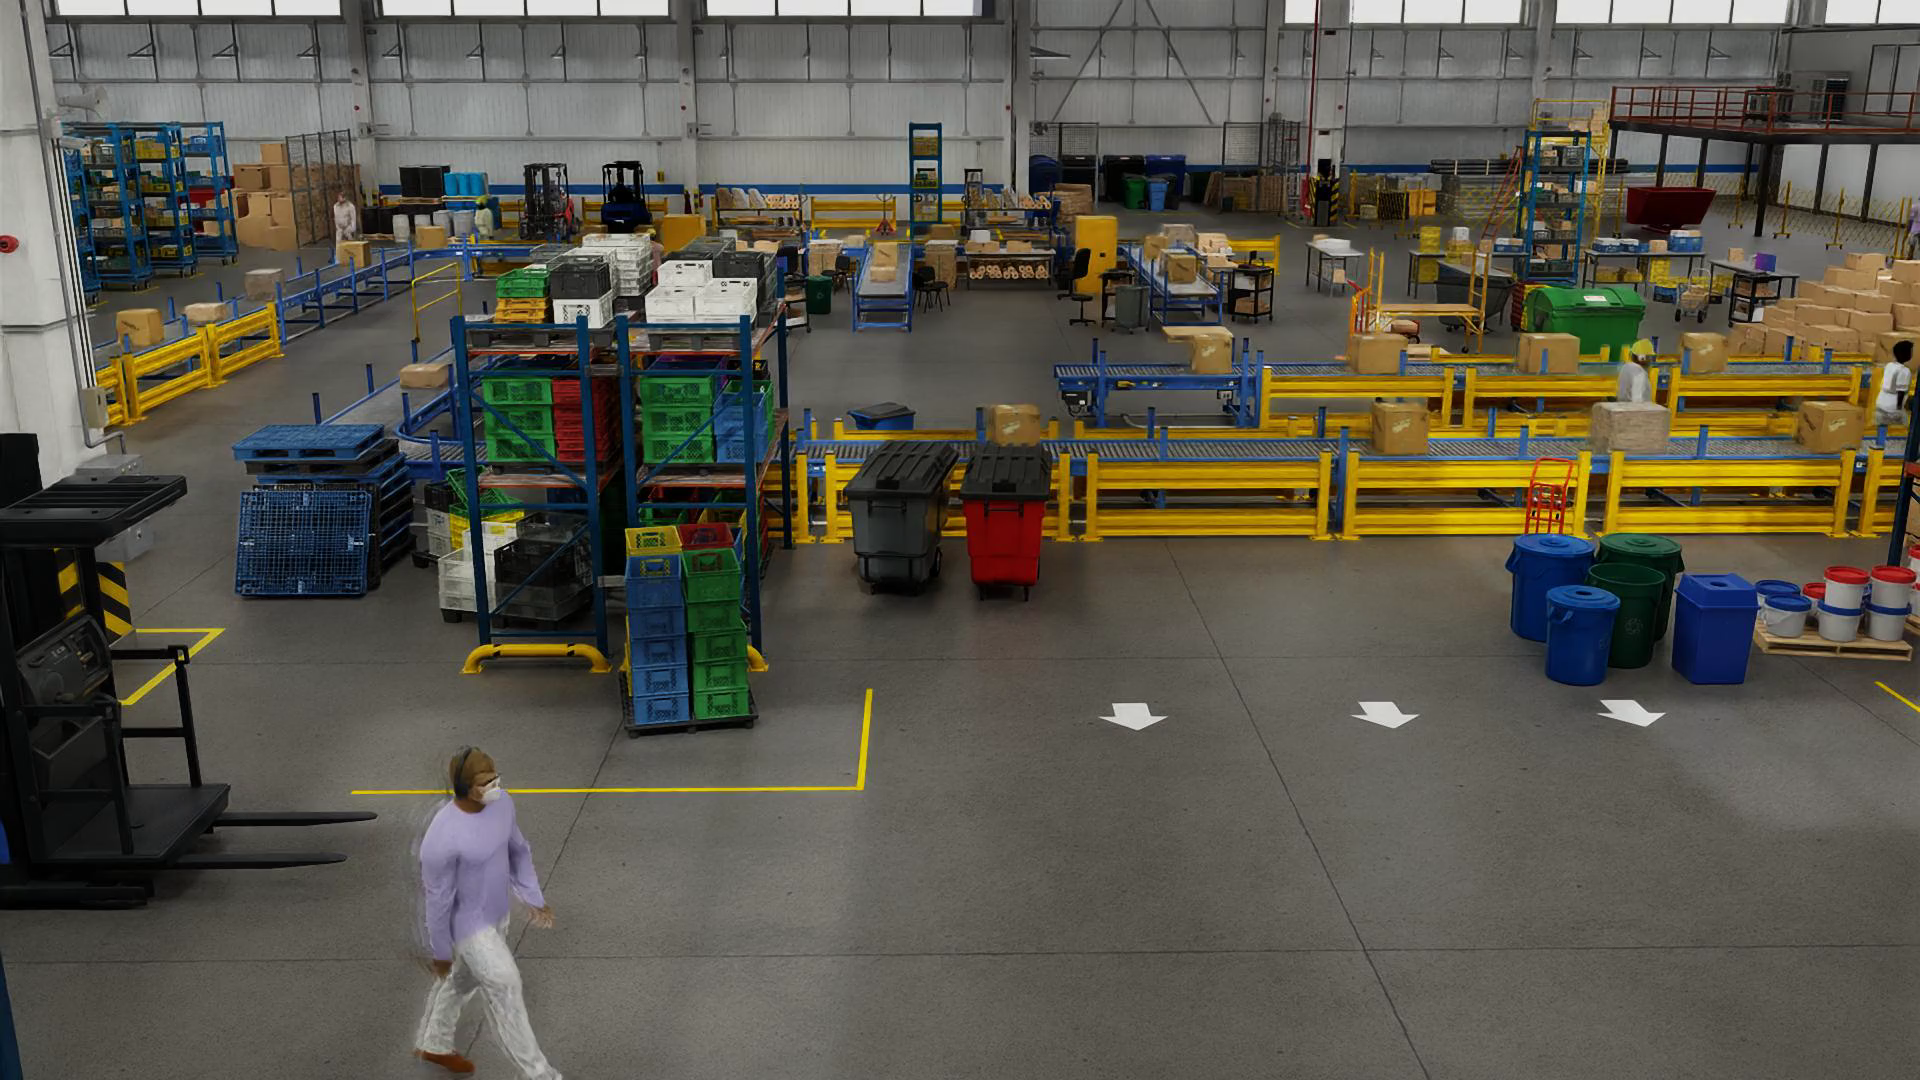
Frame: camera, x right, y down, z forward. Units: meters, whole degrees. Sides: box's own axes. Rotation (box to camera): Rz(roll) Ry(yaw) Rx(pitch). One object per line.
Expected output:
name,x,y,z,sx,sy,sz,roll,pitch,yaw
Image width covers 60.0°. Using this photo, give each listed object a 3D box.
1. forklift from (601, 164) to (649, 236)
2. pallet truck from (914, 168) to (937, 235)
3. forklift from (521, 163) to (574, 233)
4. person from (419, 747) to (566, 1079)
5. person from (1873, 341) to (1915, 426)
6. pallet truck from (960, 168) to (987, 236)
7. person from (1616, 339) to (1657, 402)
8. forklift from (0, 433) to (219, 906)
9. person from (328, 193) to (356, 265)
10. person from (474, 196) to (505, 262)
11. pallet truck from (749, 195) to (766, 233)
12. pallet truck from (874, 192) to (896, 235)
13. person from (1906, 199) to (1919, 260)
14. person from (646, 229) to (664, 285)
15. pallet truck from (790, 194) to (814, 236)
forklift,-9.948,-10.127,49.296,1.157,1.987,2.680,-1,16,-3
pallet truck,-0.989,-10.316,50.507,0.823,1.965,1.885,1,16,3
forklift,-12.233,-10.122,49.298,1.157,1.987,2.680,0,16,-1
person,-2.358,1.896,8.261,1.020,1.884,0.649,4,17,14
person,11.916,-1.687,21.065,0.655,1.671,0.558,1,16,2
pallet truck,0.383,-10.230,50.206,0.823,1.965,1.885,-1,16,-3
person,8.275,-1.556,20.381,0.462,1.817,0.601,0,16,0
forklift,-5.952,0.780,10.366,1.873,2.768,1.129,0,16,-1
person,-15.715,-7.908,42.392,0.665,1.845,0.997,4,17,14
person,-12.021,-7.834,42.225,0.599,1.808,0.812,11,20,34
pallet truck,-6.051,-9.967,50.660,0.680,1.201,1.601,0,16,-1
pallet truck,-2.277,-9.986,50.594,0.653,1.274,1.630,0,16,-1
person,23.745,-7.636,41.134,0.610,2.036,0.411,5,17,17
person,-6.301,-5.516,34.245,0.329,1.763,0.523,12,20,36
pallet truck,-4.814,-9.883,50.259,0.704,1.261,1.522,-1,16,-3
